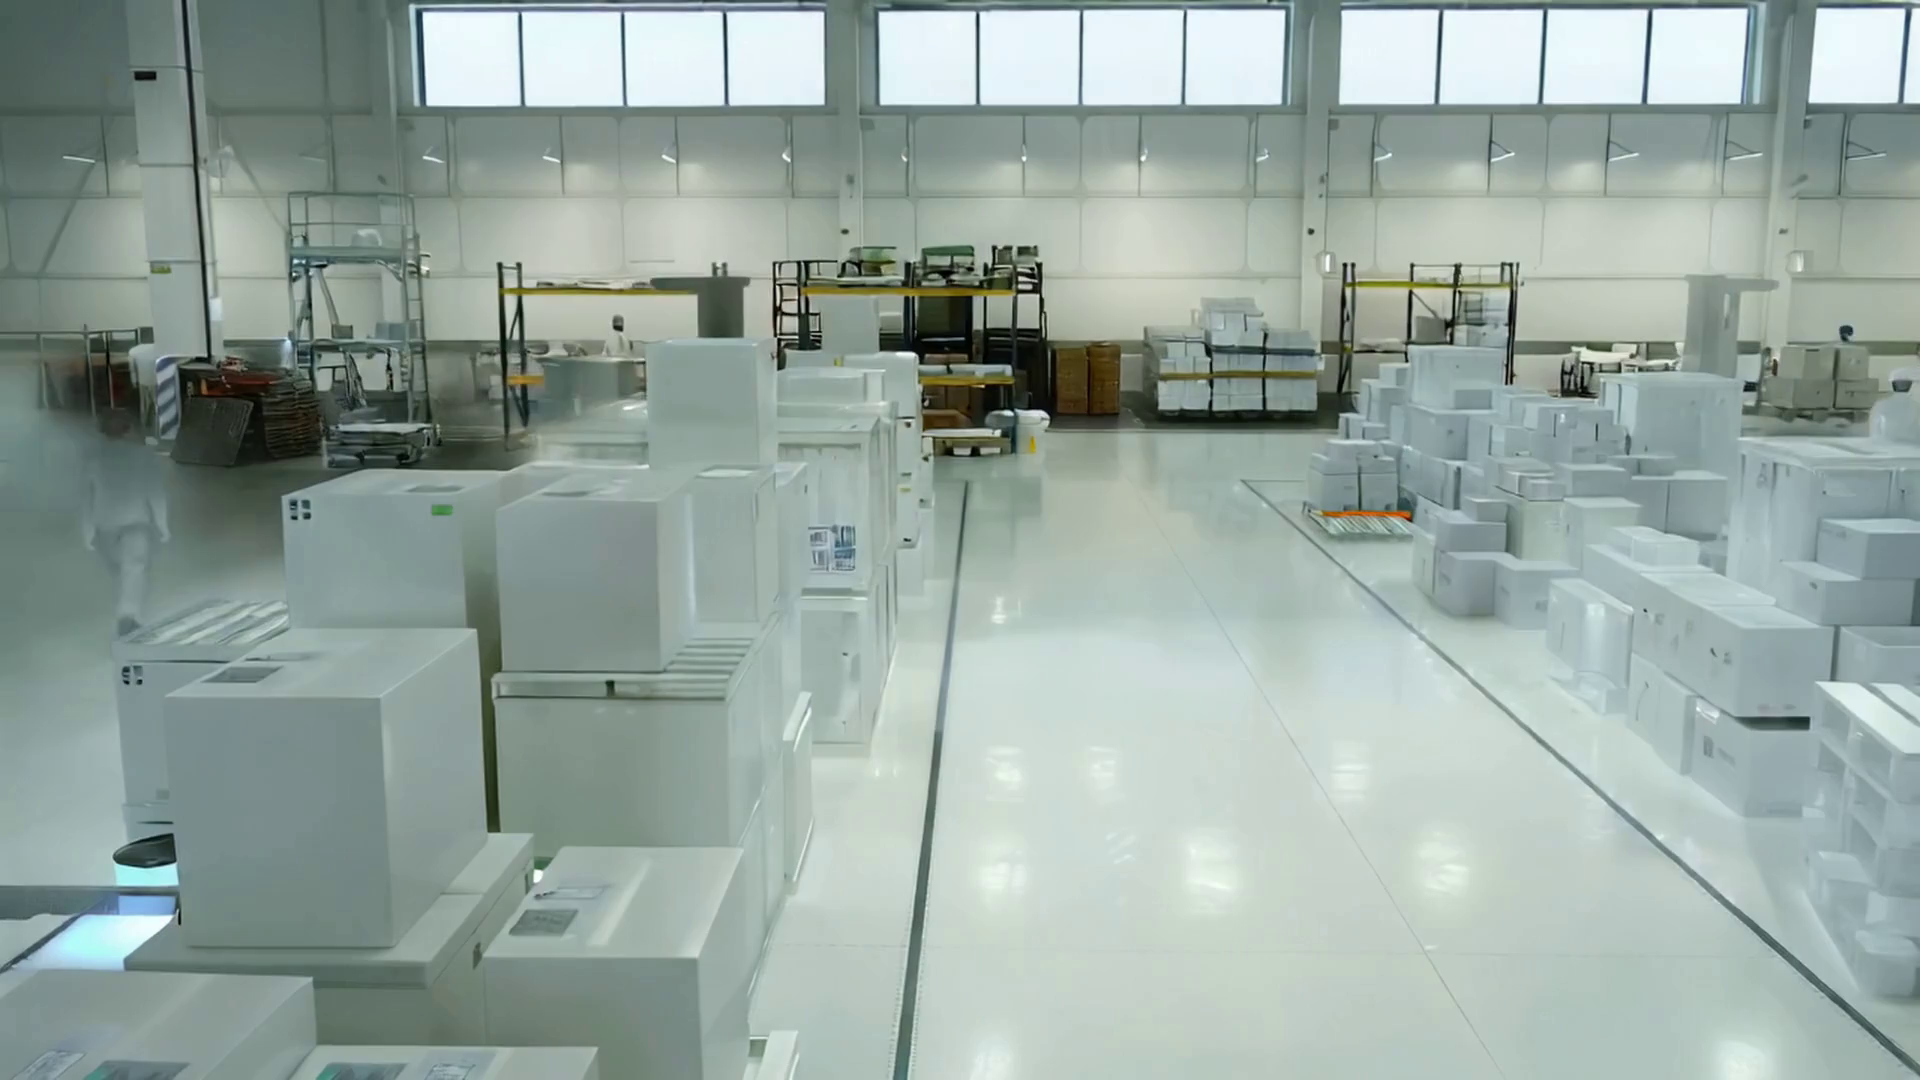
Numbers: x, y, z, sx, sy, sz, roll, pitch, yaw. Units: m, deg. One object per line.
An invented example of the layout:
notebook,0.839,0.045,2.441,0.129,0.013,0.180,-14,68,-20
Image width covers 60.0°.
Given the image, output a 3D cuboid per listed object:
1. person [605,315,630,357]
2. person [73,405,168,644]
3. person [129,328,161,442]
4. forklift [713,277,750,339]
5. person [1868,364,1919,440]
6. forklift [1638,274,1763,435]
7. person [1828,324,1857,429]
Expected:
person,-7.091,-3.695,34.586,0.544,1.939,0.372,4,10,25
person,-6.698,-0.120,13.277,0.636,1.915,0.904,-2,10,-12
person,-13.639,-2.606,28.060,0.632,1.940,0.372,0,9,1
forklift,-3.292,-2.404,24.038,1.873,2.768,1.129,0,9,1
person,9.887,-0.859,17.504,0.626,1.968,0.772,4,10,21
forklift,13.030,-3.274,29.248,1.873,2.768,1.129,0,9,1
person,16.145,-2.989,30.419,0.646,1.909,0.475,-5,11,-27
